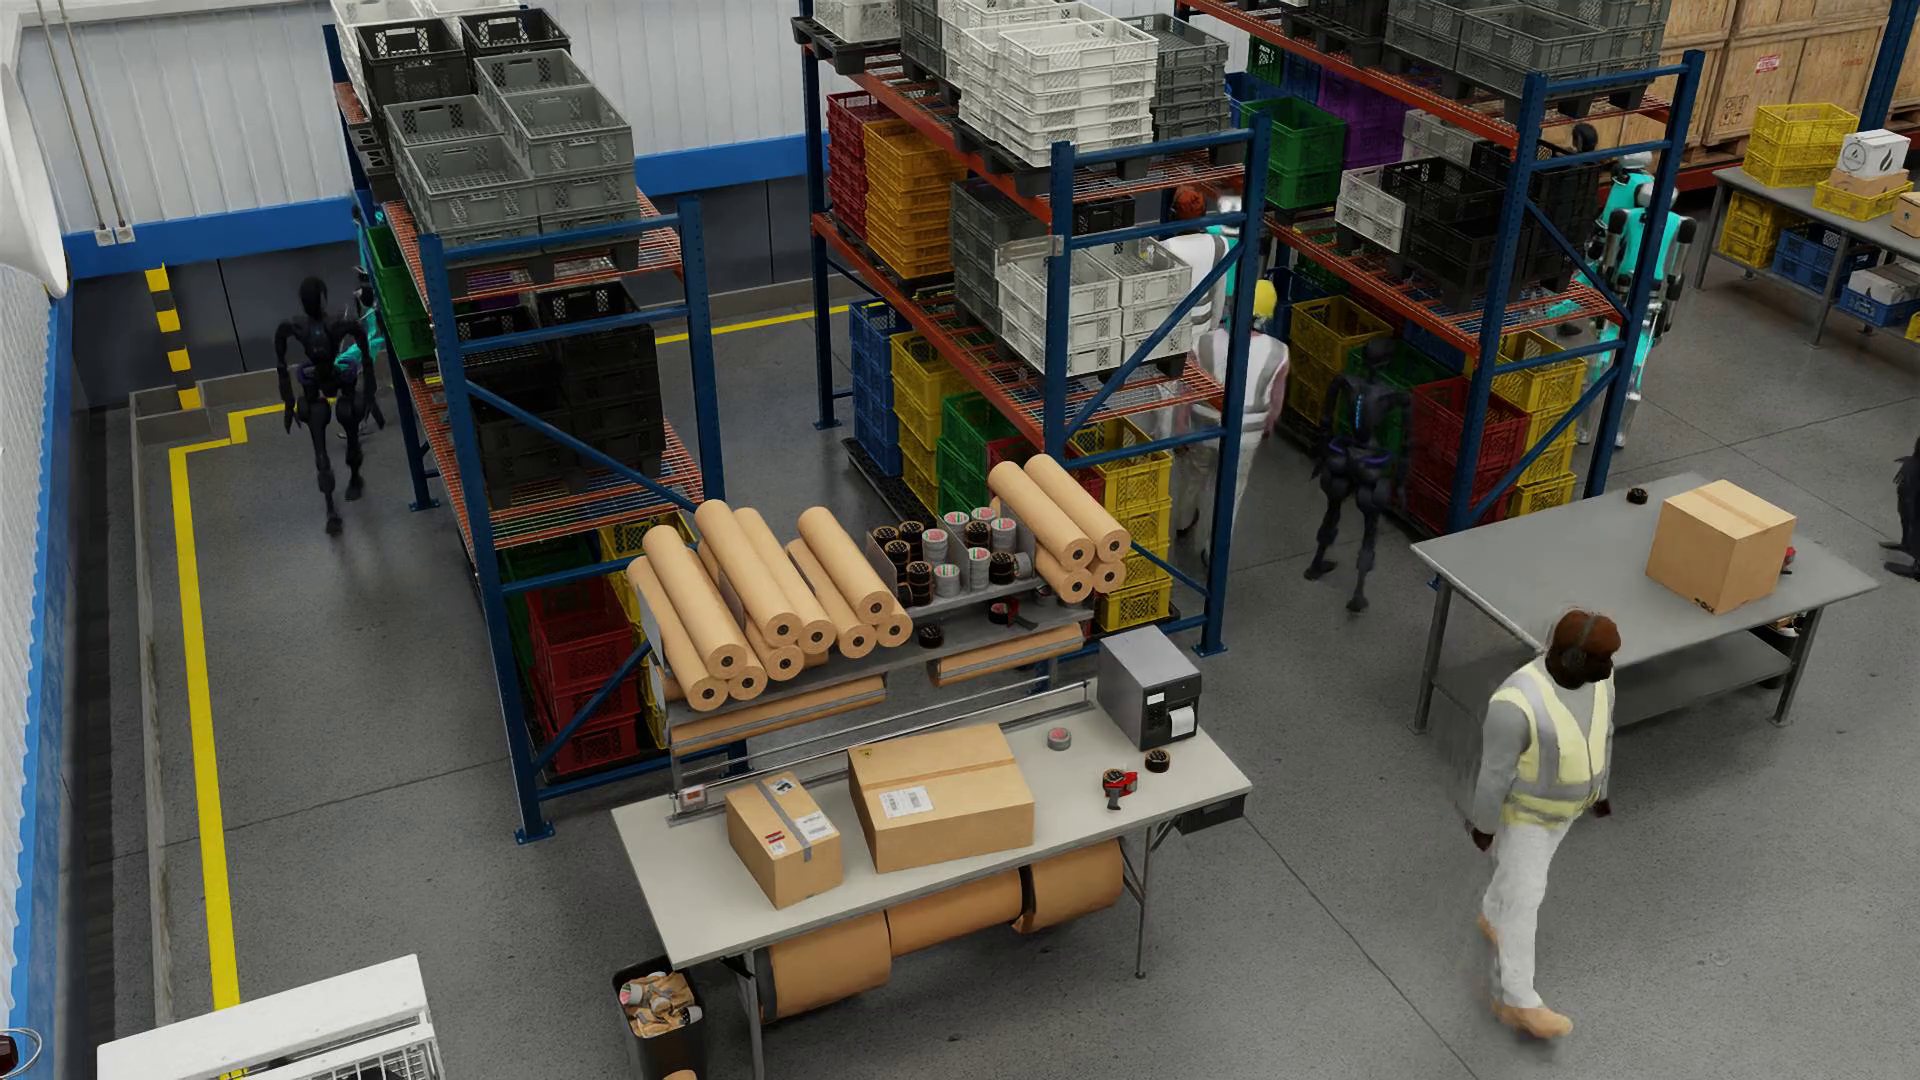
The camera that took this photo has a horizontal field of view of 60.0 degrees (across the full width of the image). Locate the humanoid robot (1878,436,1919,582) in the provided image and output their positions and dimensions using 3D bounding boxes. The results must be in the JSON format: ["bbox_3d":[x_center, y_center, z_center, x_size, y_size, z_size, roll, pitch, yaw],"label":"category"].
[{"bbox_3d":[5.577,-0.536,9.495,0.608,1.654,0.451,-24,39,-34],"label":"humanoid robot"}]

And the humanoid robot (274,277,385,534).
[{"bbox_3d":[-3.817,-0.857,10.067,0.586,1.618,0.807,-9,33,-14],"label":"humanoid robot"}]

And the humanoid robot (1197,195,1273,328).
[{"bbox_3d":[1.724,-1.479,11.058,0.544,1.847,0.746,3,32,5],"label":"humanoid robot"}]

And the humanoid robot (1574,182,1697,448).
[{"bbox_3d":[4.338,-1.384,10.763,0.530,1.743,0.726,12,33,18],"label":"humanoid robot"}]

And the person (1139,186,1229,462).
[{"bbox_3d":[1.403,-1.339,10.607,0.574,1.882,0.356,-11,33,-17],"label":"person"}]

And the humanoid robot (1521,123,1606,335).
[{"bbox_3d":[4.557,-2.357,12.499,0.610,1.620,0.742,-13,34,-21],"label":"humanoid robot"}]

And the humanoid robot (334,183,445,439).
[{"bbox_3d":[-3.963,-1.429,10.922,1.016,1.751,0.534,-25,39,-34],"label":"humanoid robot"}]

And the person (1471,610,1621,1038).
[{"bbox_3d":[2.440,1.127,6.680,0.656,1.801,0.742,-20,37,-29],"label":"person"}]

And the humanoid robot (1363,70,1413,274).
[{"bbox_3d":[3.476,-2.977,13.437,0.822,1.806,0.576,-8,32,-12],"label":"humanoid robot"}]

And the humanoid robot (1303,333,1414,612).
[{"bbox_3d":[2.219,-0.391,9.274,0.590,1.633,0.464,22,38,31],"label":"humanoid robot"}]

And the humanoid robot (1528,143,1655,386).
[{"bbox_3d":[4.312,-1.905,11.573,0.743,1.695,0.531,-1,32,-2],"label":"humanoid robot"}]

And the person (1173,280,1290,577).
[{"bbox_3d":[1.557,-0.678,9.637,0.614,1.778,0.734,7,32,11],"label":"person"}]

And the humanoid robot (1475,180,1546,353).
[{"bbox_3d":[3.748,-1.738,11.434,0.599,1.659,0.315,-4,32,-7],"label":"humanoid robot"}]
